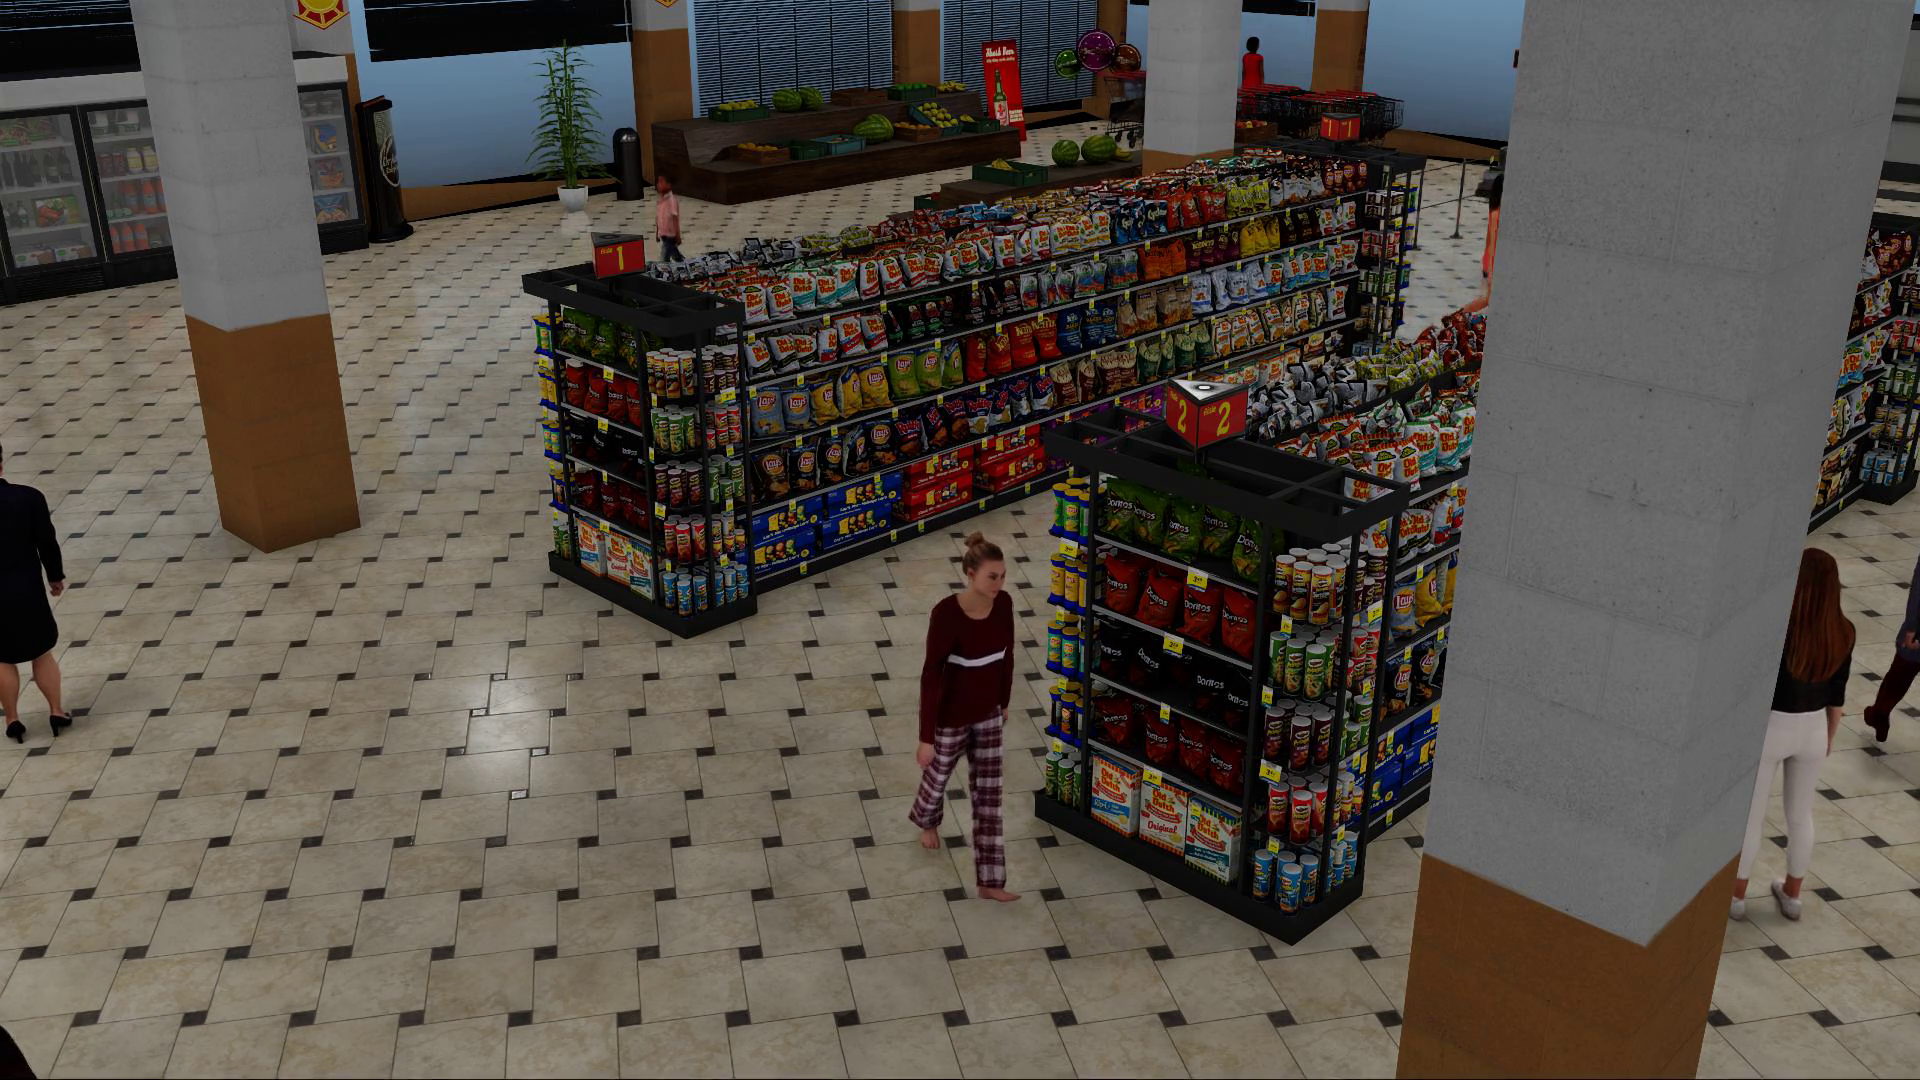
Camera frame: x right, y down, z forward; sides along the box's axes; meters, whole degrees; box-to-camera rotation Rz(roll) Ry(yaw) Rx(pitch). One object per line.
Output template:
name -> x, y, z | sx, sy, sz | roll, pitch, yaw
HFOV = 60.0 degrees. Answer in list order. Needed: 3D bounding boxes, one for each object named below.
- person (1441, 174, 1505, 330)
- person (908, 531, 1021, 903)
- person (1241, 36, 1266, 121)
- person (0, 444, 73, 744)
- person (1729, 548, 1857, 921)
person -> 5.019, -2.605, 15.805 | 0.872, 1.698, 1.033 | 10, 24, 24
person -> -0.012, 0.766, 7.484 | 1.125, 1.647, 0.979 | -11, 24, -26
person -> 4.985, -7.710, 28.450 | 0.582, 1.744, 0.517 | 17, 28, 36
person -> -4.976, 0.270, 8.688 | 0.682, 1.670, 0.826 | -10, 24, -24
person -> 3.584, 0.854, 7.204 | 0.690, 1.694, 0.750 | 0, 22, 0
